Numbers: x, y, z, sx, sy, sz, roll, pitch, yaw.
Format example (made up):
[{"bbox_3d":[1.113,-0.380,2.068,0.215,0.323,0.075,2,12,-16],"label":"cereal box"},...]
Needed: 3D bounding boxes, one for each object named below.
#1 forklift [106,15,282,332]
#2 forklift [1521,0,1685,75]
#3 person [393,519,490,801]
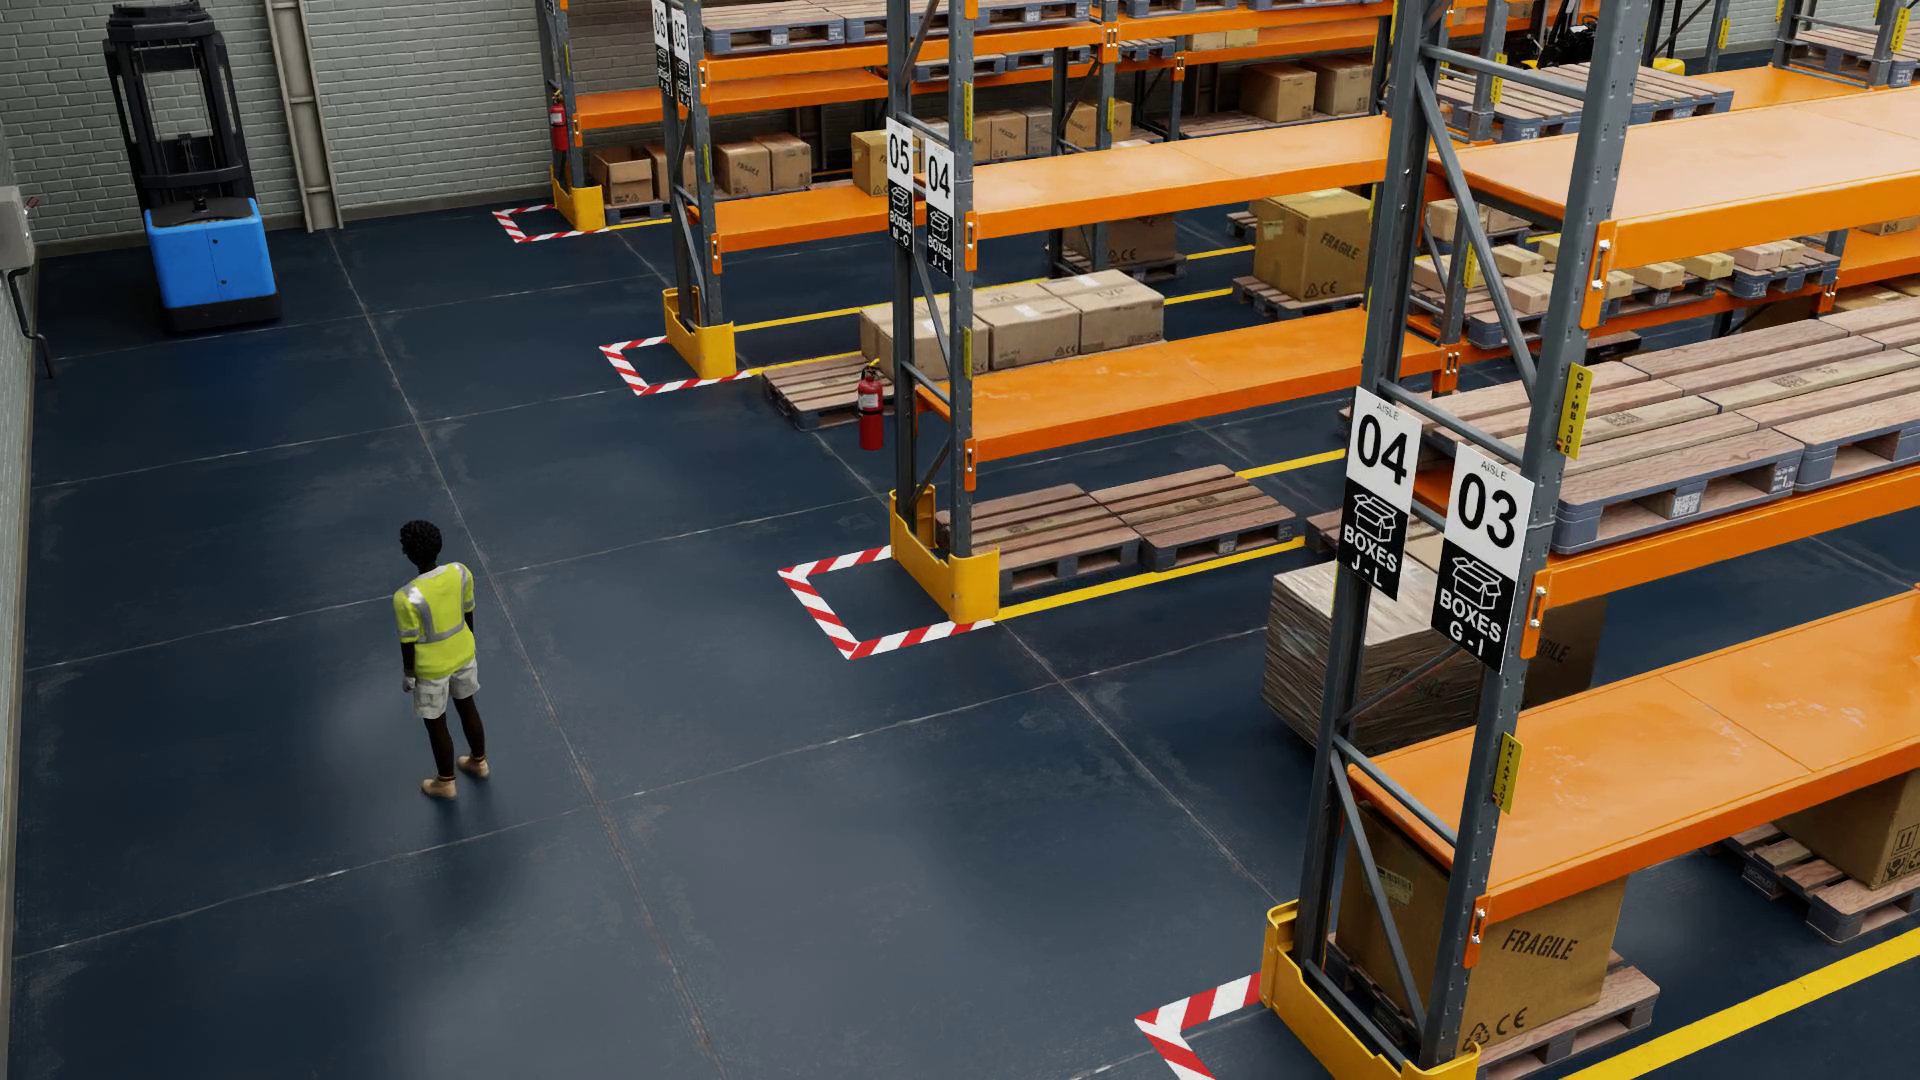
[{"bbox_3d":[-7.548,-3.672,16.323,1.129,2.768,1.873,-12,30,-22],"label":"forklift"},{"bbox_3d":[8.950,-6.807,23.056,1.214,2.155,2.313,-12,30,-22],"label":"forklift"},{"bbox_3d":[-2.892,0.665,9.288,0.321,1.686,0.537,15,31,26],"label":"person"}]
